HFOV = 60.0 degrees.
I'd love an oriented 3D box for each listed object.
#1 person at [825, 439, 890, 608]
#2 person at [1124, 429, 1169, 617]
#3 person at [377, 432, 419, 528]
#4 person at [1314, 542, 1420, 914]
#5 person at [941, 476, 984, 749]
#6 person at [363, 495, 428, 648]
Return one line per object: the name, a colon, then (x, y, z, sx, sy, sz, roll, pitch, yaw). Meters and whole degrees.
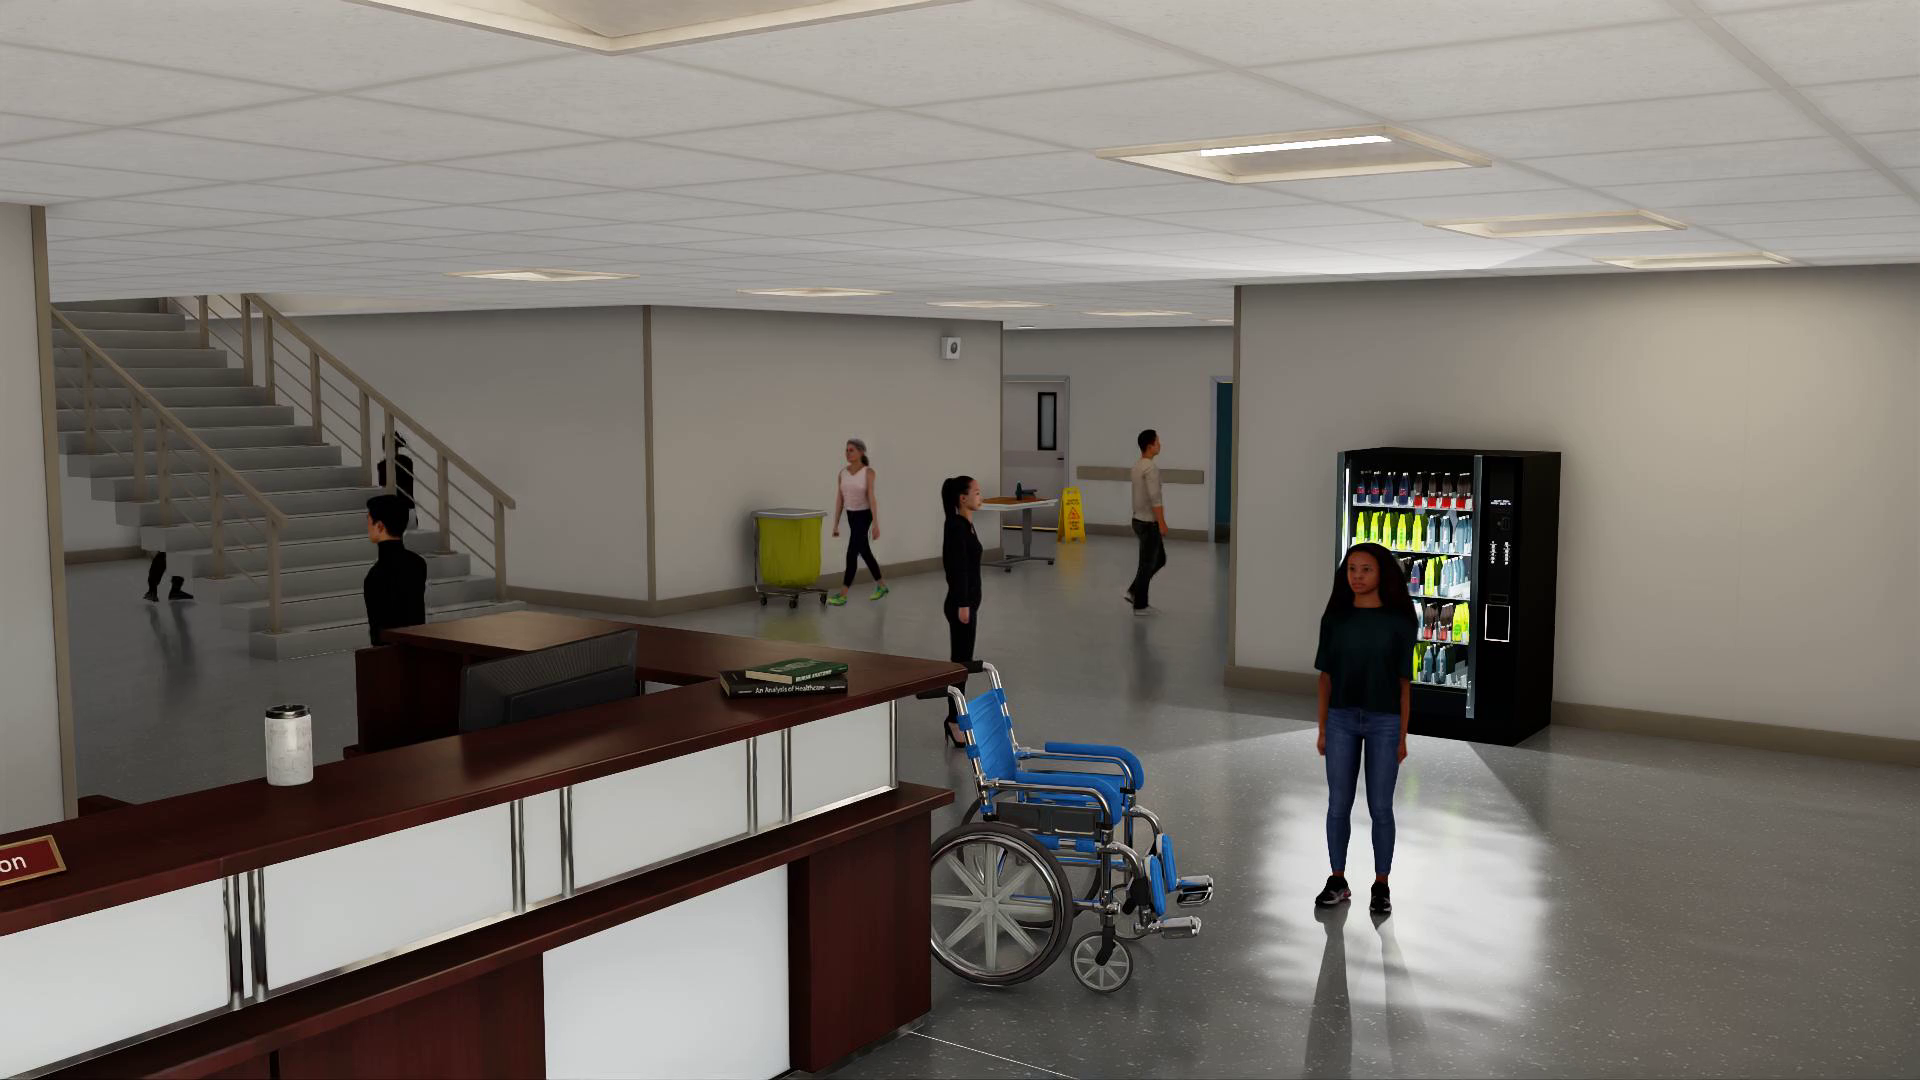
person: (-0.954, -0.153, 16.724, 1.155, 1.652, 0.768, 5, 7, 39)
person: (1.719, -0.154, 16.013, 0.858, 1.794, 0.803, -1, 6, -8)
person: (-5.753, -0.234, 17.233, 1.196, 1.711, 0.741, 3, 6, 27)
person: (1.779, 0.810, 7.319, 0.585, 1.617, 0.702, 3, 6, 25)
person: (0.020, 0.441, 10.518, 0.645, 1.711, 0.641, 0, 6, 4)
person: (-2.855, 0.631, 8.695, 1.172, 1.697, 0.891, 1, 6, 14)
